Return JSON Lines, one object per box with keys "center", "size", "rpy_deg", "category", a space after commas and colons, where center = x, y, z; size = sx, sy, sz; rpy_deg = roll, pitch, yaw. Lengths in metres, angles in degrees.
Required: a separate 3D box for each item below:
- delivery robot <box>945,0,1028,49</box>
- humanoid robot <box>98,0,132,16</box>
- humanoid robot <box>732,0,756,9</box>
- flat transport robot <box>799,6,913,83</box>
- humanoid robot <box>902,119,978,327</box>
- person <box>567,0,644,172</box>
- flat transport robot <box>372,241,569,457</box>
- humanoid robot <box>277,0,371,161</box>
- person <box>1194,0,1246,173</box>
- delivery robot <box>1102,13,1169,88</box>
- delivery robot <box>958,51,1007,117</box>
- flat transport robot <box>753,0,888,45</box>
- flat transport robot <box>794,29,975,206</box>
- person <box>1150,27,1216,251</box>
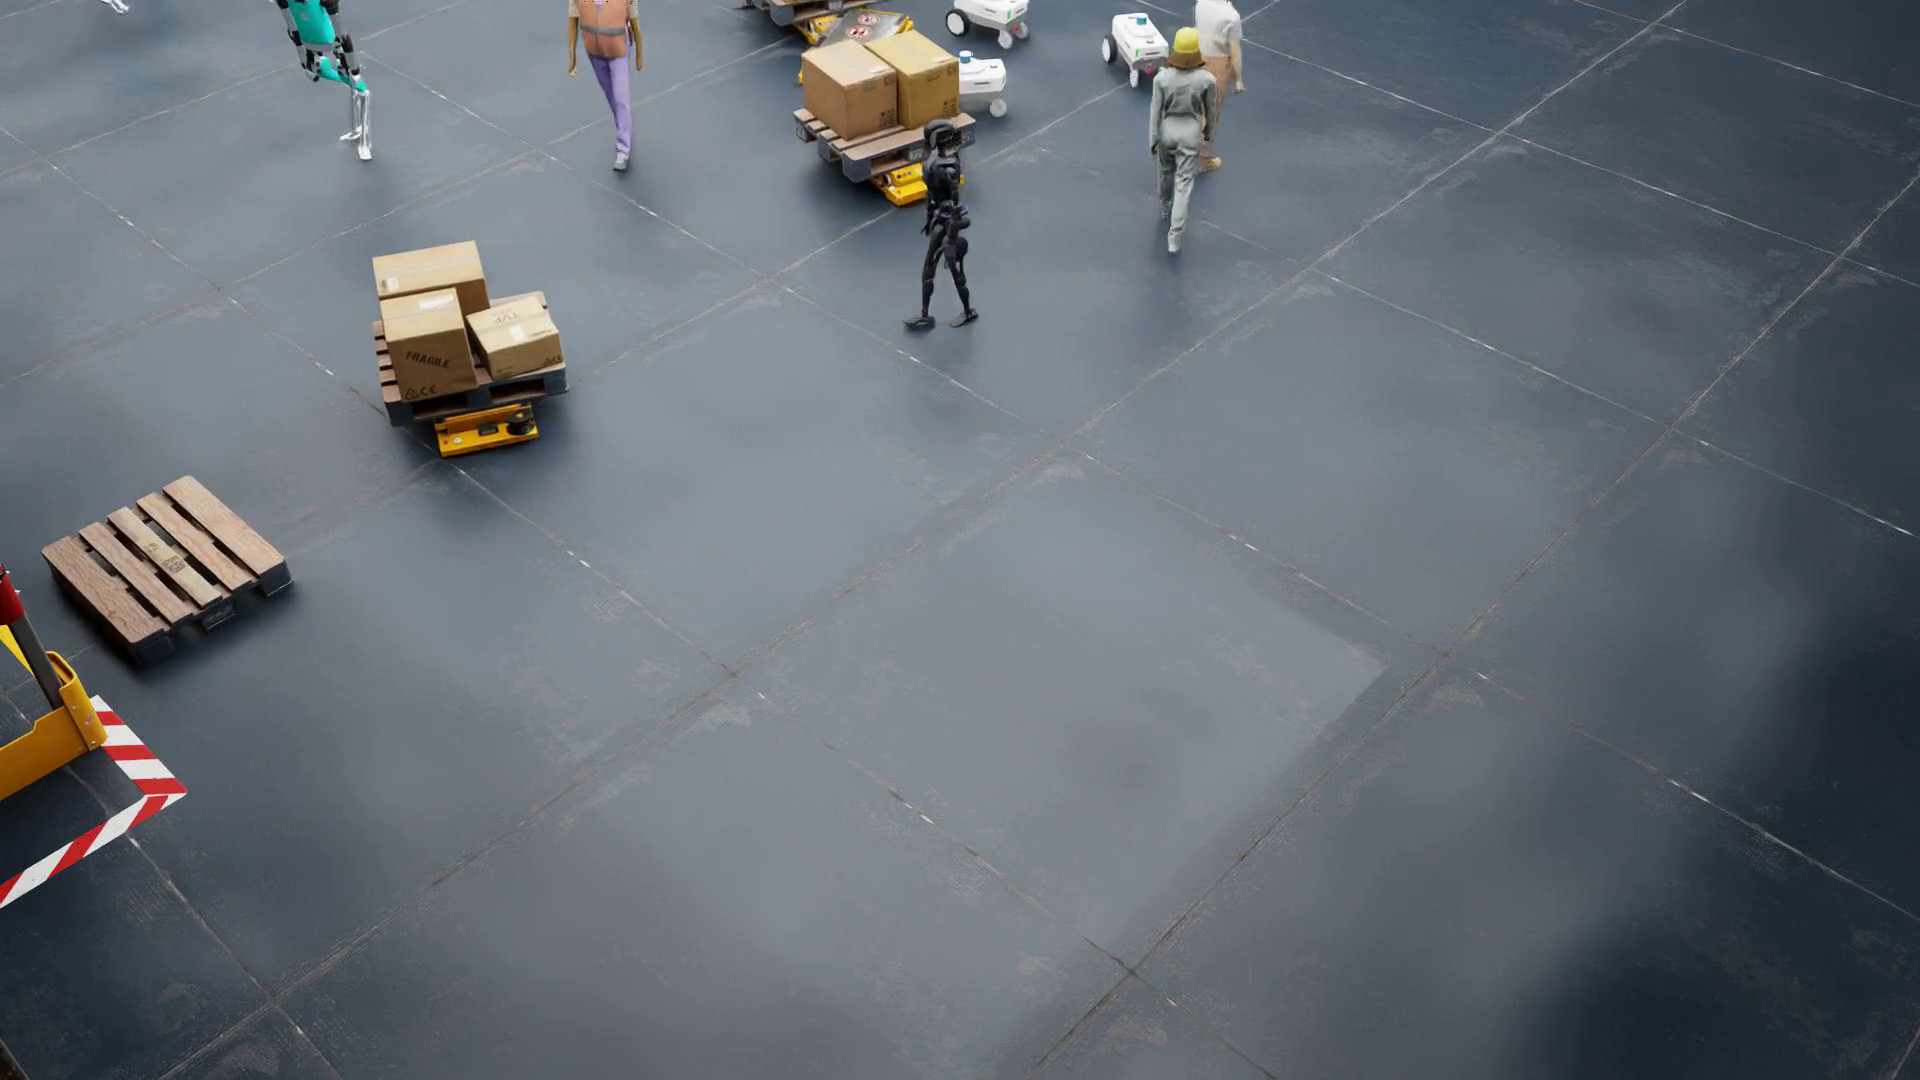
{"center": [0.265, -5.101, 15.987], "size": [0.775, 0.601, 0.499], "rpy_deg": [27, 48, 26], "category": "delivery robot"}
{"center": [-8.428, -5.823, 15.888], "size": [1.031, 1.726, 0.568], "rpy_deg": [27, 48, 27], "category": "humanoid robot"}
{"center": [-2.086, -5.989, 16.128], "size": [0.368, 1.651, 0.602], "rpy_deg": [4, 42, 4], "category": "humanoid robot"}
{"center": [-0.968, -4.656, 15.701], "size": [0.659, 0.231, 1.431], "rpy_deg": [11, 43, 12], "category": "flat transport robot"}
{"center": [-0.140, -2.242, 11.974], "size": [0.591, 1.642, 0.607], "rpy_deg": [-14, 44, -15], "category": "humanoid robot"}
{"center": [-2.951, -3.989, 13.810], "size": [0.585, 1.808, 0.825], "rpy_deg": [6, 42, 7], "category": "person"}
{"center": [-3.430, -1.129, 11.781], "size": [0.659, 0.231, 1.431], "rpy_deg": [-13, 44, -14], "category": "flat transport robot"}
{"center": [-5.182, -4.082, 13.961], "size": [0.577, 1.766, 0.889], "rpy_deg": [9, 43, 10], "category": "humanoid robot"}
{"center": [2.099, -3.896, 13.777], "size": [0.450, 1.709, 0.616], "rpy_deg": [-27, 49, -27], "category": "person"}
{"center": [1.657, -4.586, 15.420], "size": [0.499, 0.609, 0.805], "rpy_deg": [-10, 43, -11], "category": "delivery robot"}
{"center": [0.030, -4.058, 14.816], "size": [0.773, 0.586, 0.499], "rpy_deg": [-6, 42, -7], "category": "delivery robot"}
{"center": [-1.432, -5.254, 16.366], "size": [0.659, 0.231, 1.431], "rpy_deg": [-21, 46, -22], "category": "flat transport robot"}
{"center": [-0.632, -3.321, 14.217], "size": [0.659, 0.231, 1.431], "rpy_deg": [-24, 47, -24], "category": "flat transport robot"}
{"center": [1.712, -3.138, 12.941], "size": [0.488, 1.697, 0.883], "rpy_deg": [9, 43, 10], "category": "person"}
